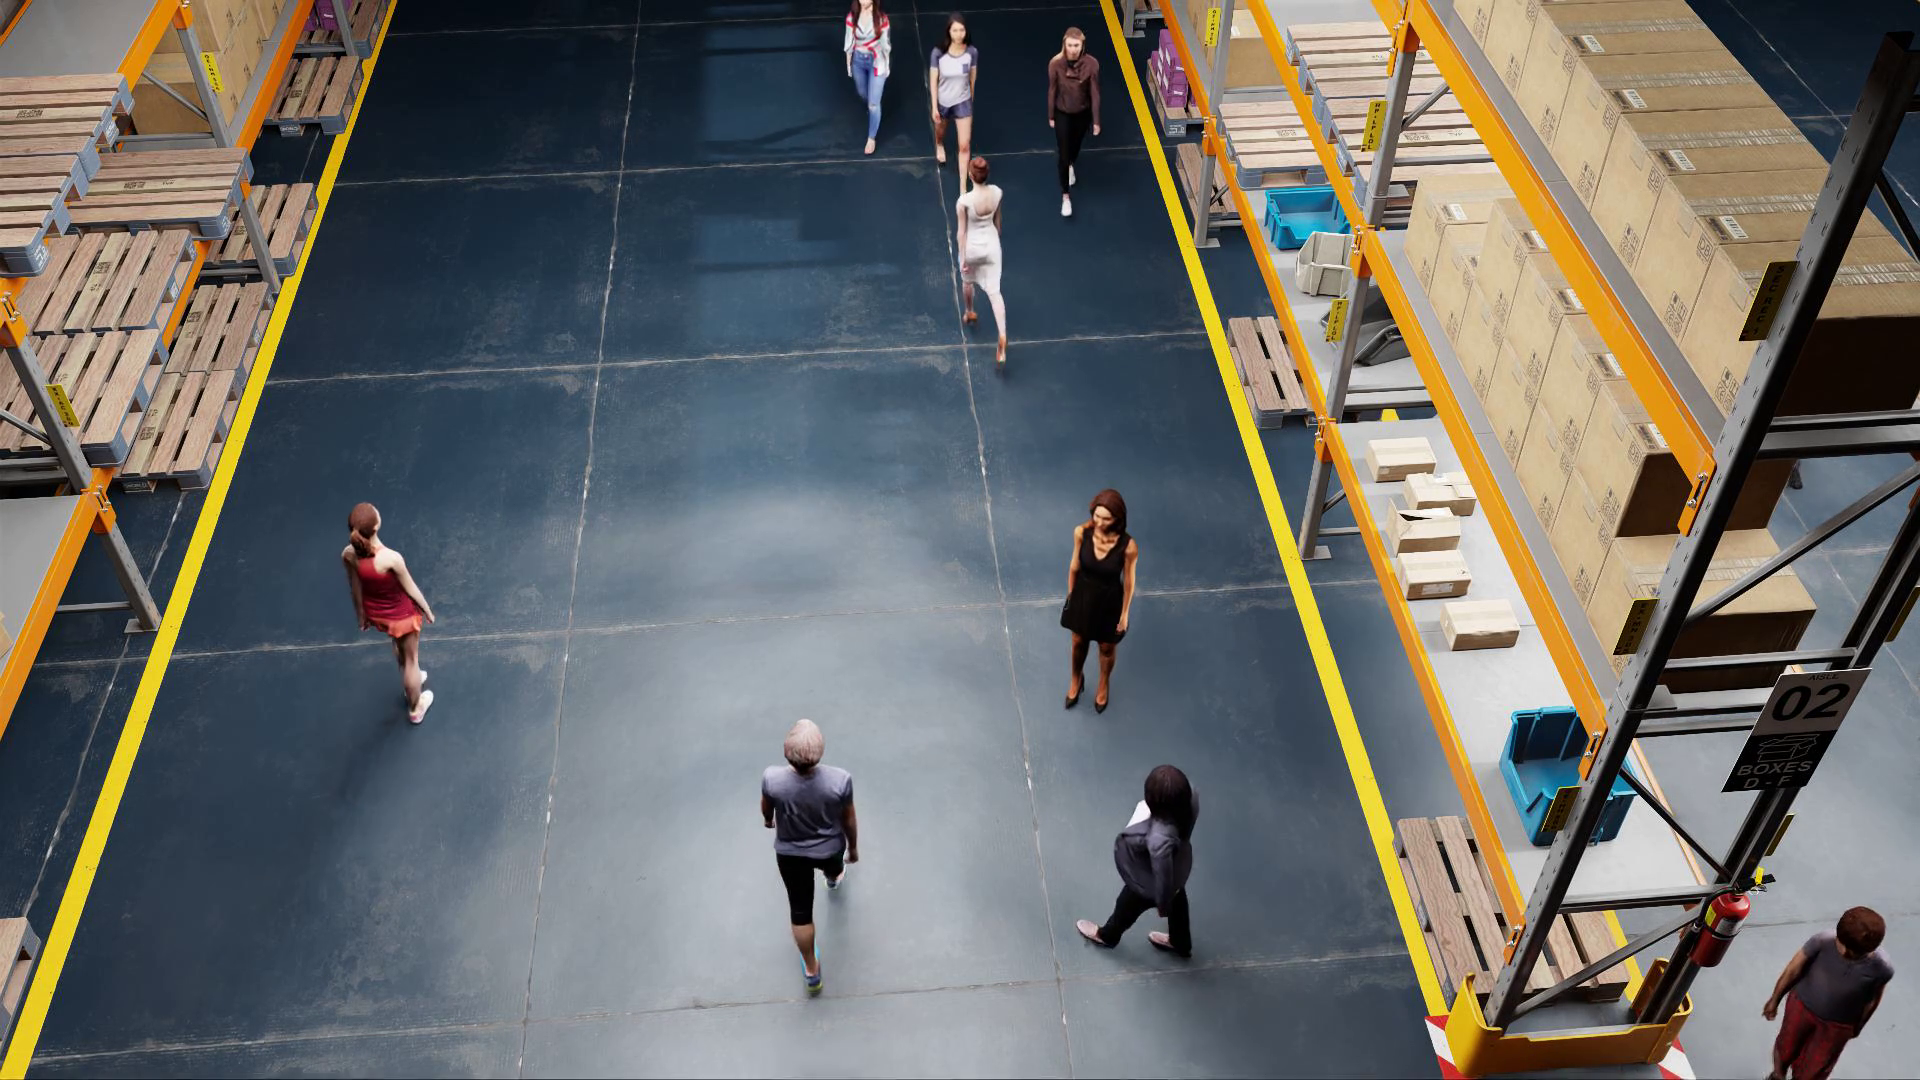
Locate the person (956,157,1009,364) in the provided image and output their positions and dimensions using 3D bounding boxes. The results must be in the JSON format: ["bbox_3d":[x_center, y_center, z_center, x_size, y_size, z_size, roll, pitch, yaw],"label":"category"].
[{"bbox_3d":[0.206,-2.197,13.125,0.802,1.759,1.171,-14,45,-14],"label":"person"}]

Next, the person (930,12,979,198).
[{"bbox_3d":[-0.082,-4.006,15.088,0.614,1.670,1.119,-5,44,-5],"label":"person"}]

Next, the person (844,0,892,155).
[{"bbox_3d":[-0.841,-4.521,15.686,0.780,1.592,1.076,8,44,8],"label":"person"}]

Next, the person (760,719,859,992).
[{"bbox_3d":[-0.806,1.728,8.944,0.699,1.843,1.169,-2,44,-3],"label":"person"}]

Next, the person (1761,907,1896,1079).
[{"bbox_3d":[4.401,2.329,8.463,0.752,1.637,0.810,25,49,24],"label":"person"}]

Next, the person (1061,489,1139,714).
[{"bbox_3d":[0.879,0.396,10.349,0.669,1.835,0.672,15,46,16],"label":"person"}]

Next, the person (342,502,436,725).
[{"bbox_3d":[-3.553,0.513,10.293,0.675,1.742,0.724,8,44,9],"label":"person"}]

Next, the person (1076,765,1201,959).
[{"bbox_3d":[1.161,1.818,9.049,0.997,1.569,0.984,18,47,18],"label":"person"}]

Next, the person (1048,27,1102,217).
[{"bbox_3d":[1.019,-3.840,14.922,0.640,1.659,1.082,-1,44,-1],"label":"person"}]
